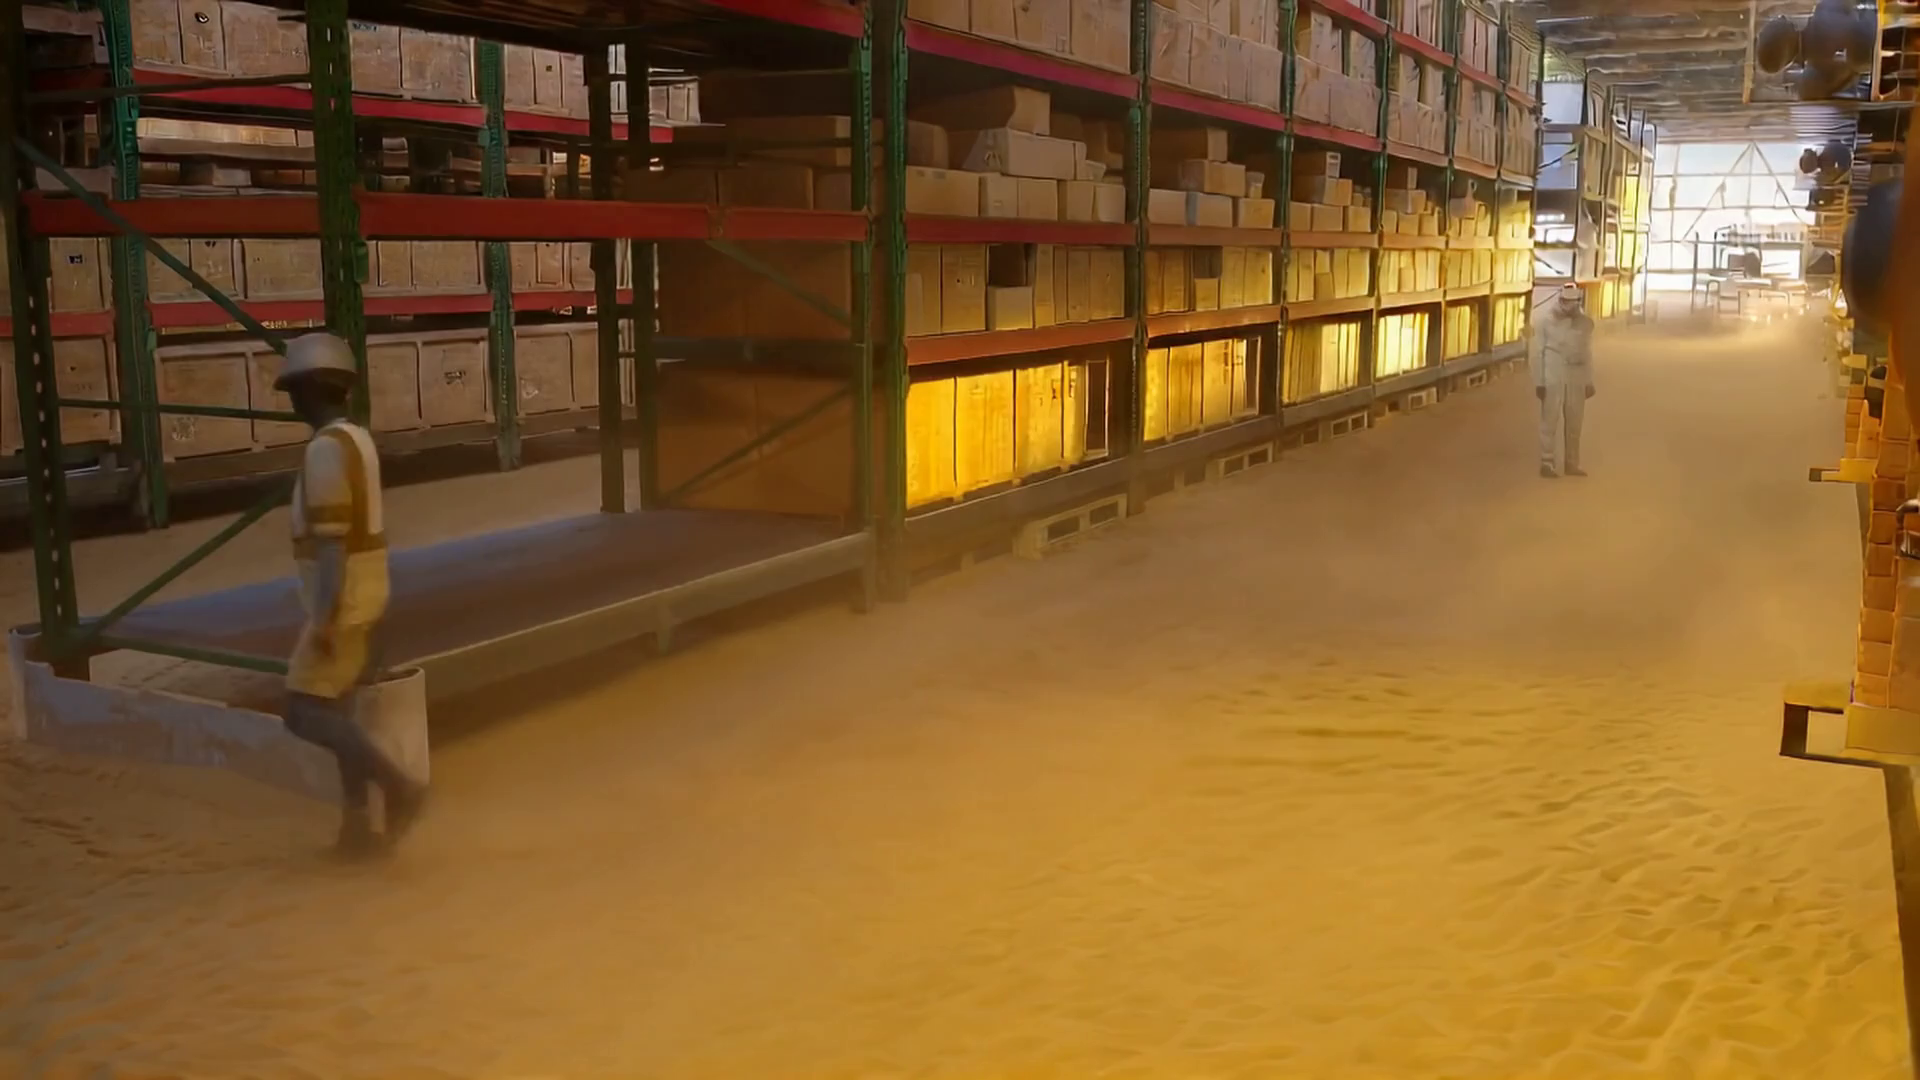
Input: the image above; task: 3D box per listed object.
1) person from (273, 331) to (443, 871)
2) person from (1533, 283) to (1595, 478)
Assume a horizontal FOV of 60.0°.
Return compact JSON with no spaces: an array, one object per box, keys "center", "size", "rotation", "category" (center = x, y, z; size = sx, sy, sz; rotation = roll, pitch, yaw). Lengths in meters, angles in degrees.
[{"center":[-2.168,0.222,5.883],"size":[0.468,1.902,0.592],"rotation":[-1,10,-9],"category":"person"},{"center":[5.879,-1.546,16.164],"size":[0.656,1.893,0.401],"rotation":[-3,10,-16],"category":"person"}]
